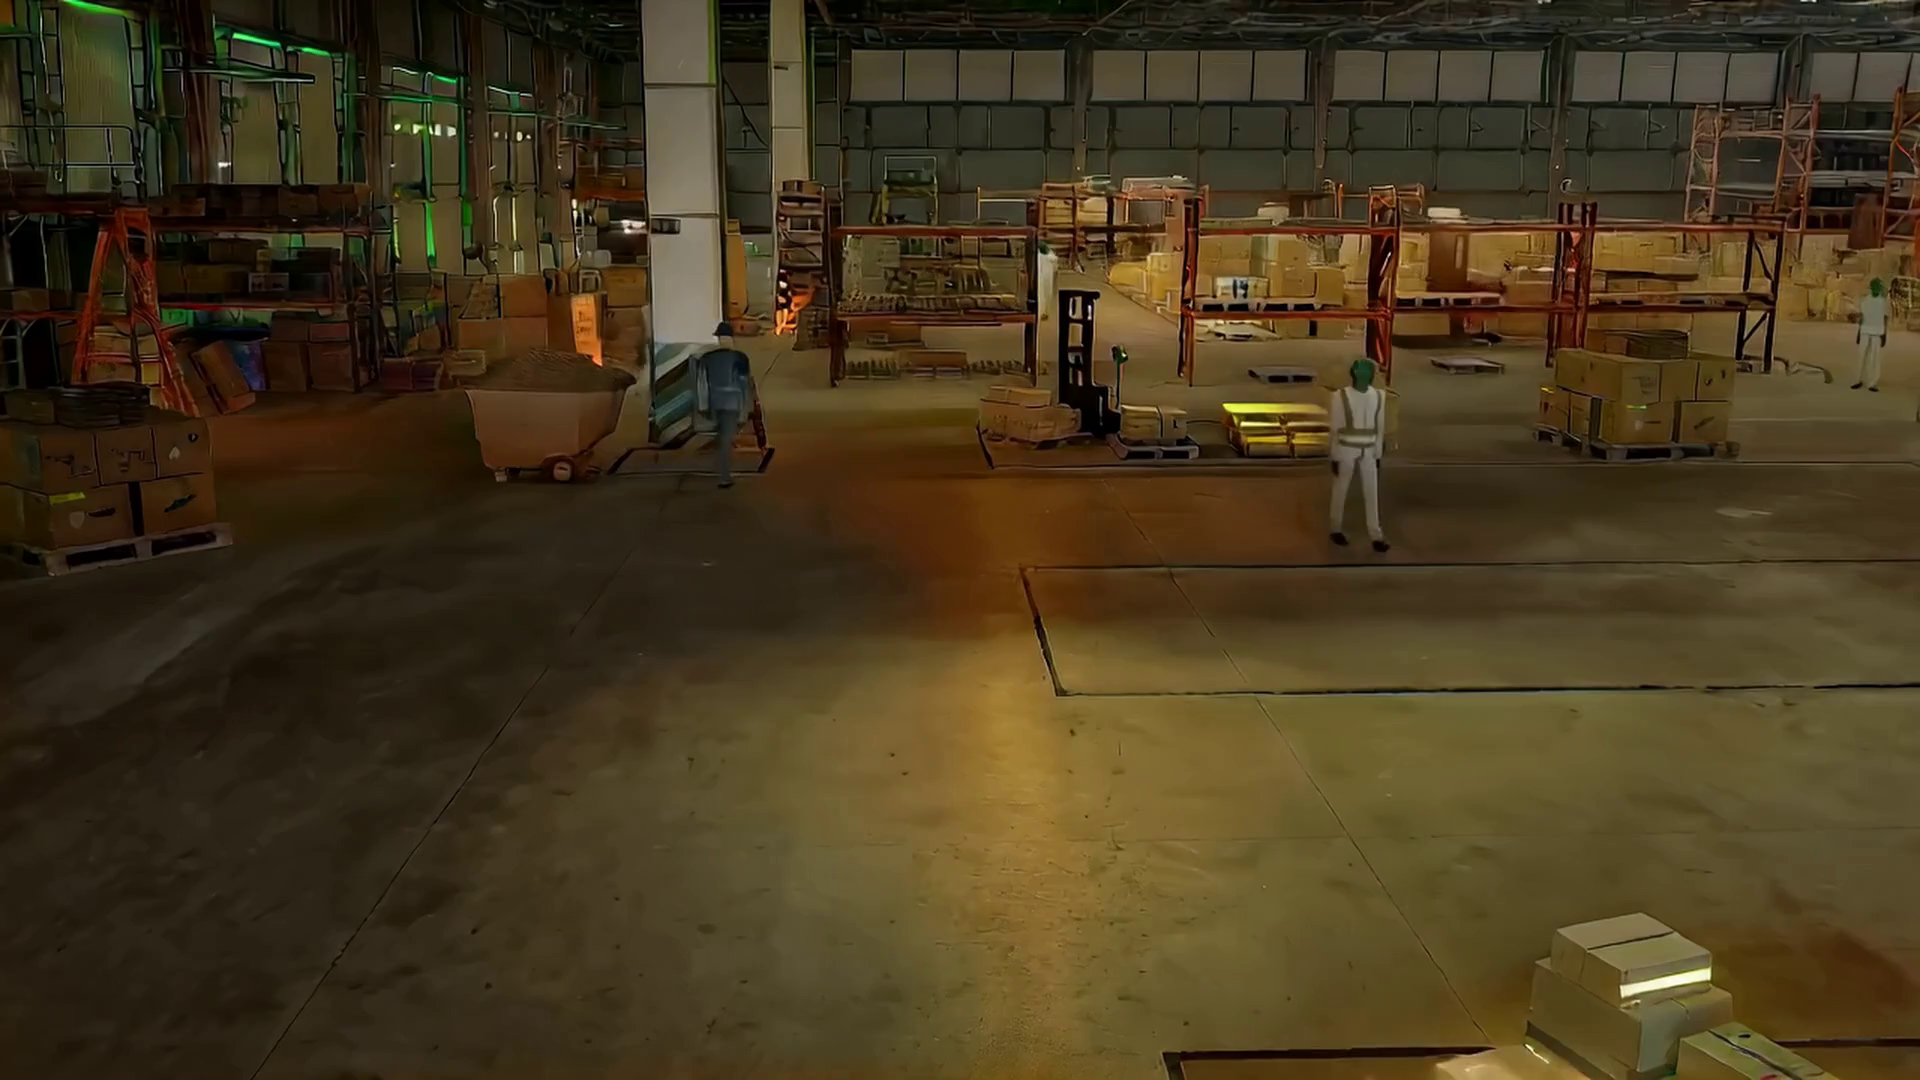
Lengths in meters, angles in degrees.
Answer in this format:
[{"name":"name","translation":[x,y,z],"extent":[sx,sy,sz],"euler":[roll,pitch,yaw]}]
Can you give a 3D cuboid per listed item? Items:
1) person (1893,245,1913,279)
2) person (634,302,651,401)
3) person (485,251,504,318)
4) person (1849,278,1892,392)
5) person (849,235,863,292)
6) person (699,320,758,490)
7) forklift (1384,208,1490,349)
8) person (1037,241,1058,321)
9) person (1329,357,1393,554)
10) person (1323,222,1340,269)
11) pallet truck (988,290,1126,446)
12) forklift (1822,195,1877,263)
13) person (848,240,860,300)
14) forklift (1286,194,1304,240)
[{"name":"person","translation":[24.421,-6.824,43.285],"extent":[0.553,1.655,0.819],"euler":[-8,15,-33]},{"name":"person","translation":[-4.737,-3.057,25.952],"extent":[0.631,1.819,0.804],"euler":[8,15,31]},{"name":"person","translation":[-11.481,-6.270,40.879],"extent":[0.522,1.631,0.324],"euler":[11,17,41]},{"name":"person","translation":[14.940,-3.362,27.235],"extent":[0.318,1.858,0.527],"euler":[-7,14,-28]},{"name":"person","translation":[-3.128,-8.350,49.624],"extent":[0.392,1.919,0.581],"euler":[-11,17,-41]},{"name":"person","translation":[-2.621,-1.561,19.027],"extent":[0.598,1.889,0.912],"euler":[4,13,18]},{"name":"forklift","translation":[9.697,-5.297,33.636],"extent":[1.873,2.768,1.129],"euler":[0,12,-2]},{"name":"person","translation":[2.048,-6.277,40.290],"extent":[0.635,1.912,0.869],"euler":[-2,13,-10]},{"name":"person","translation":[3.770,-0.781,15.618],"extent":[0.607,1.833,0.969],"euler":[-3,13,-13]},{"name":"person","translation":[13.219,-10.425,59.047],"extent":[0.756,1.873,1.009],"euler":[10,16,39]},{"name":"pallet truck","translation":[1.257,-2.299,22.111],"extent":[1.885,1.965,0.823],"euler":[-9,15,-35]},{"name":"forklift","translation":[28.898,-9.692,53.480],"extent":[1.873,2.768,1.129],"euler":[0,12,-2]},{"name":"person","translation":[-2.933,-7.437,46.017],"extent":[0.319,1.691,0.545],"euler":[-1,13,-6]},{"name":"forklift","translation":[11.014,-9.999,54.867],"extent":[1.873,2.768,1.129],"euler":[0,12,-2]}]
